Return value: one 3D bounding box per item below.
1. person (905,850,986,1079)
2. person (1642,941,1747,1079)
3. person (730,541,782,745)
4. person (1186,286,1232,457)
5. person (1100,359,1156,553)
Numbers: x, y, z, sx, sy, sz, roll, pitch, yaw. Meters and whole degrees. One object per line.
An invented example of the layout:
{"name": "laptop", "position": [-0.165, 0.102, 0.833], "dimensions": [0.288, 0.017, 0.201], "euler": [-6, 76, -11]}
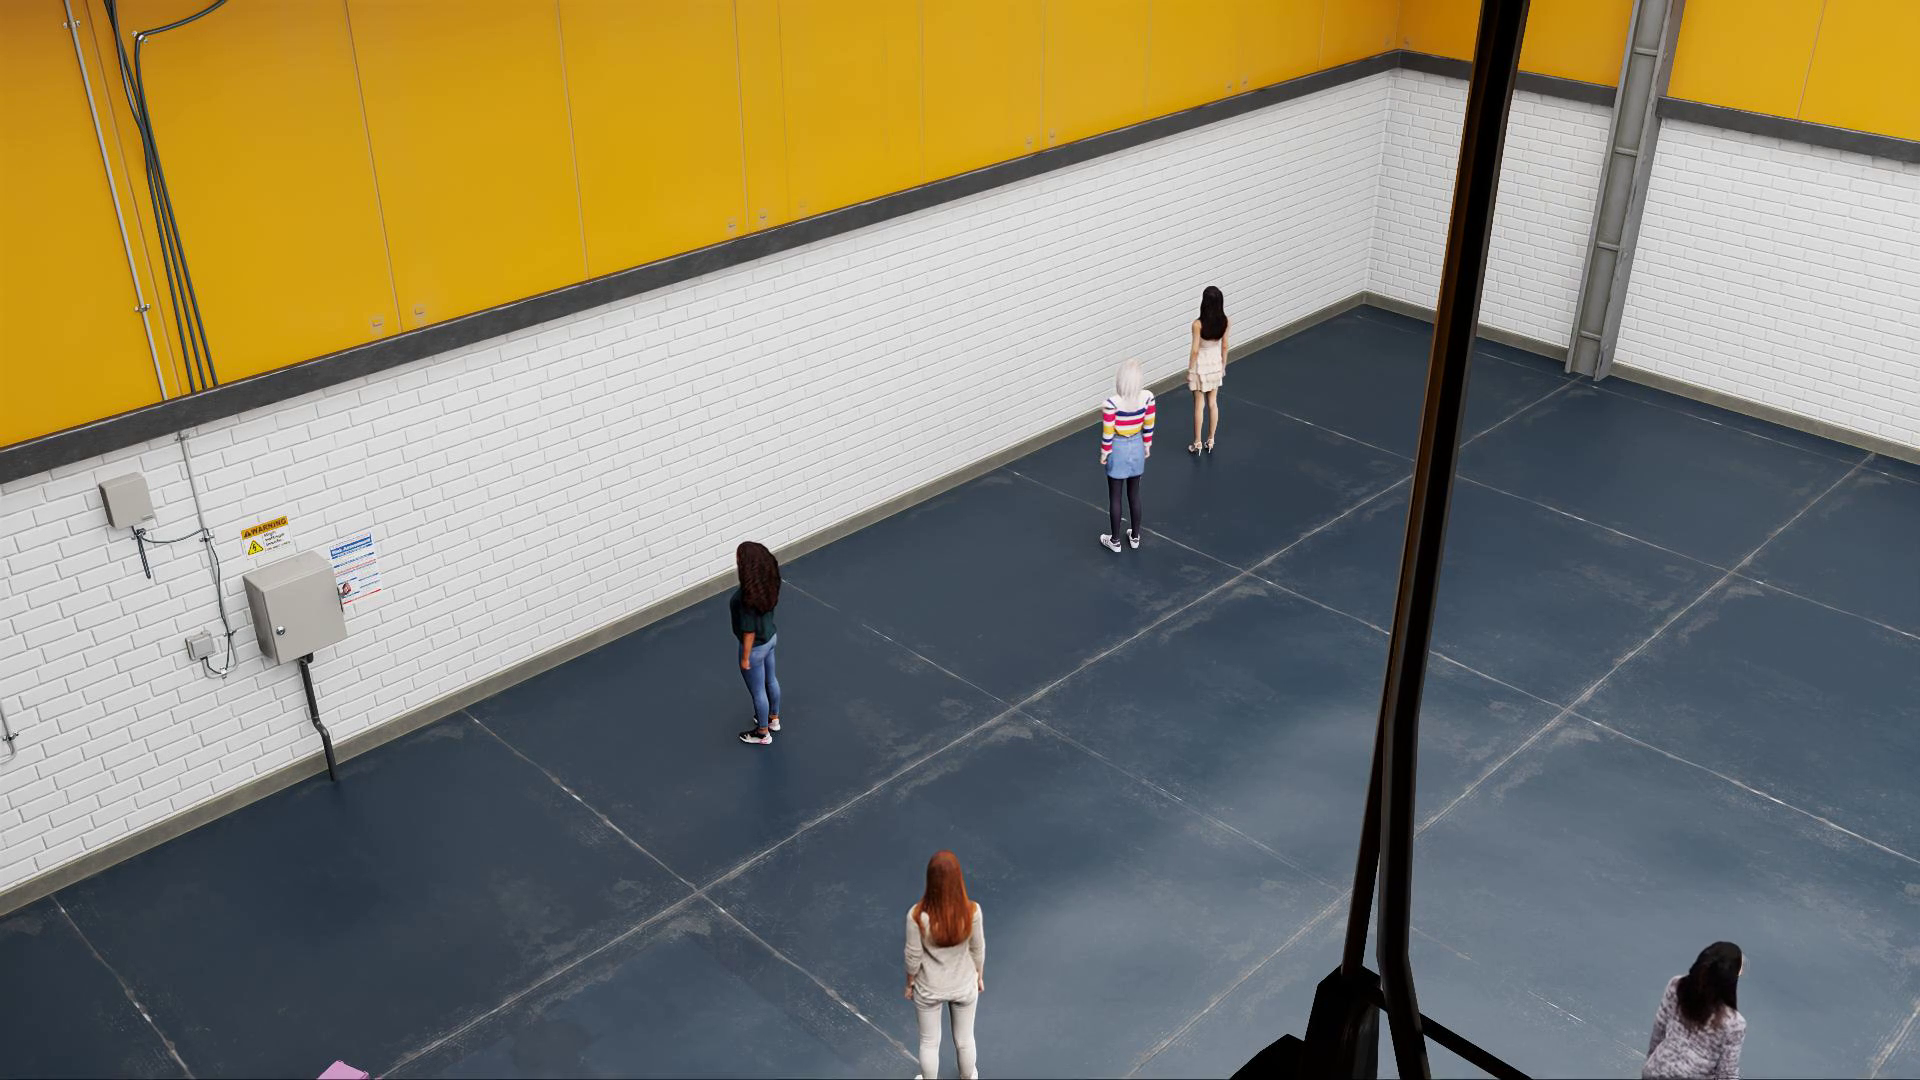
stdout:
{"name": "person", "position": [-0.075, 2.376, 8.906], "dimensions": [0.687, 1.713, 0.724], "euler": [-5, 29, -8]}
{"name": "person", "position": [3.599, 2.703, 8.293], "dimensions": [0.727, 1.727, 0.579], "euler": [-14, 32, -25]}
{"name": "person", "position": [-1.460, 0.735, 12.016], "dimensions": [0.715, 1.617, 0.691], "euler": [10, 30, 18]}
{"name": "person", "position": [2.418, -1.654, 16.271], "dimensions": [0.649, 1.736, 0.653], "euler": [-10, 30, -18]}
{"name": "person", "position": [1.453, -0.748, 14.534], "dimensions": [0.723, 1.809, 0.679], "euler": [-10, 30, -18]}
